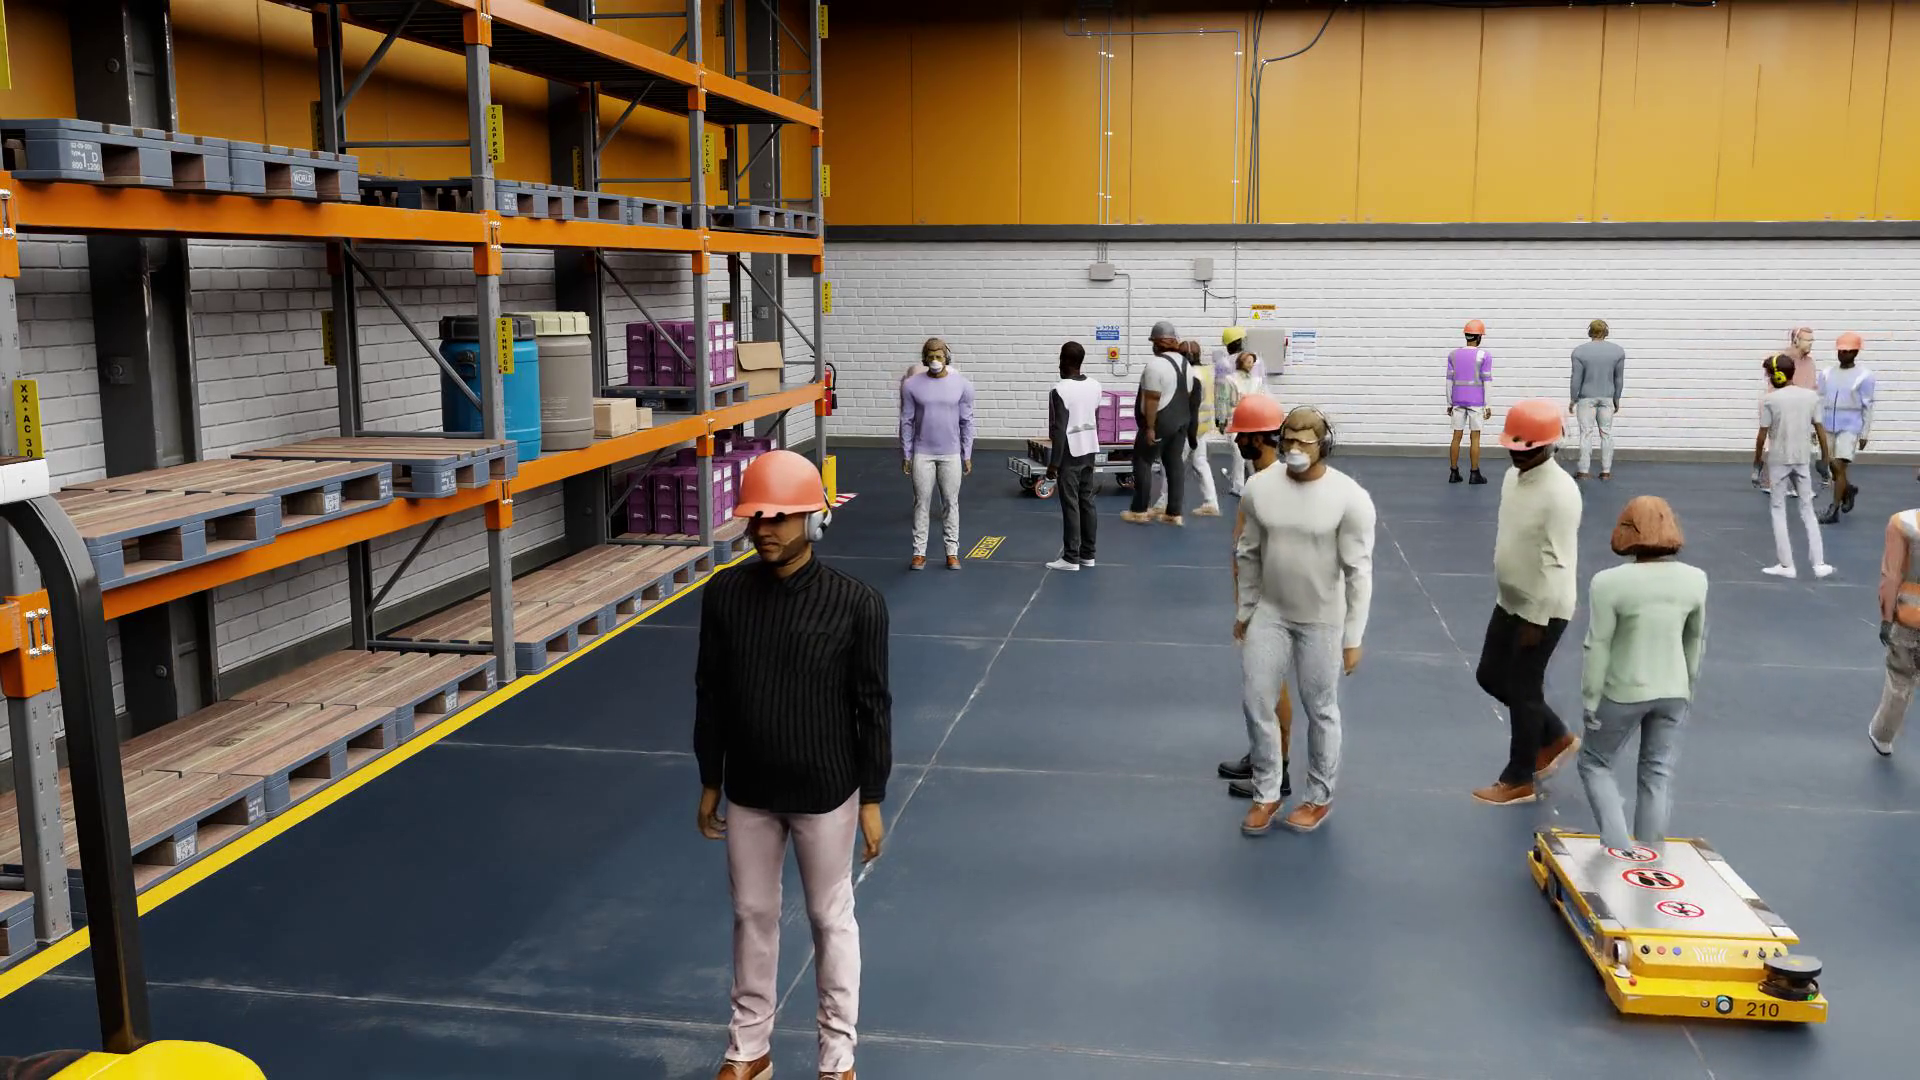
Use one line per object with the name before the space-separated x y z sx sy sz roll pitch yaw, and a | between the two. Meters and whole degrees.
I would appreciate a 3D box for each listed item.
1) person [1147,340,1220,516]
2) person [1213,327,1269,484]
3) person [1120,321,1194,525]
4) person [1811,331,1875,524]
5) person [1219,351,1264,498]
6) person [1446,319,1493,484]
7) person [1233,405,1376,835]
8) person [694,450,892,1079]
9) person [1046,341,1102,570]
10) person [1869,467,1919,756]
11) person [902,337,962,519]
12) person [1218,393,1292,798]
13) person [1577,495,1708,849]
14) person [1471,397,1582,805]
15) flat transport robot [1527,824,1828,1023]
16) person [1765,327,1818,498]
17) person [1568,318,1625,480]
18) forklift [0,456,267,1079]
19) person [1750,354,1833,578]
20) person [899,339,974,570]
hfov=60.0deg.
person | 2.301 -1.127 16.951 0.791 1.812 0.646 3 10 19
person | 3.207 -1.491 19.026 0.649 1.853 0.996 -2 10 -15
person | 1.925 -1.173 16.485 0.744 2.000 0.695 9 13 44
person | 8.855 -1.135 16.624 0.778 1.920 0.544 -6 11 -35
person | 3.156 -1.262 18.295 0.530 1.613 0.672 -4 10 -26
person | 6.006 -1.625 19.591 0.552 1.935 0.374 8 12 41
person | 1.475 0.372 7.299 0.678 1.924 0.653 7 11 37
person | -0.505 0.726 4.905 0.610 1.996 0.384 3 10 18
person | 0.962 -0.701 13.947 0.390 1.920 0.588 8 12 40
person | 4.786 0.383 8.211 0.529 1.606 0.810 3 10 18
person | -0.268 -1.118 16.769 0.646 1.836 0.429 2 9 10
person | 1.433 0.265 7.943 0.376 1.934 0.547 0 9 3
person | 2.721 0.630 6.659 0.522 1.625 0.322 -1 9 -5
person | 2.664 0.304 7.689 0.568 1.948 0.649 -1 9 -8
flat transport robot | 2.603 1.380 6.179 0.652 0.197 1.431 1 9 6
person | 9.276 -1.389 18.300 0.685 1.873 0.840 -6 11 -32
person | 7.600 -1.674 19.900 0.627 1.936 0.376 1 9 4
forklift | -2.328 0.975 2.765 2.313 2.155 1.214 1 9 9
person | 6.823 -0.602 13.614 0.619 1.830 0.462 1 9 3
person | -0.194 -0.711 13.948 0.630 1.940 0.371 0 9 -1
